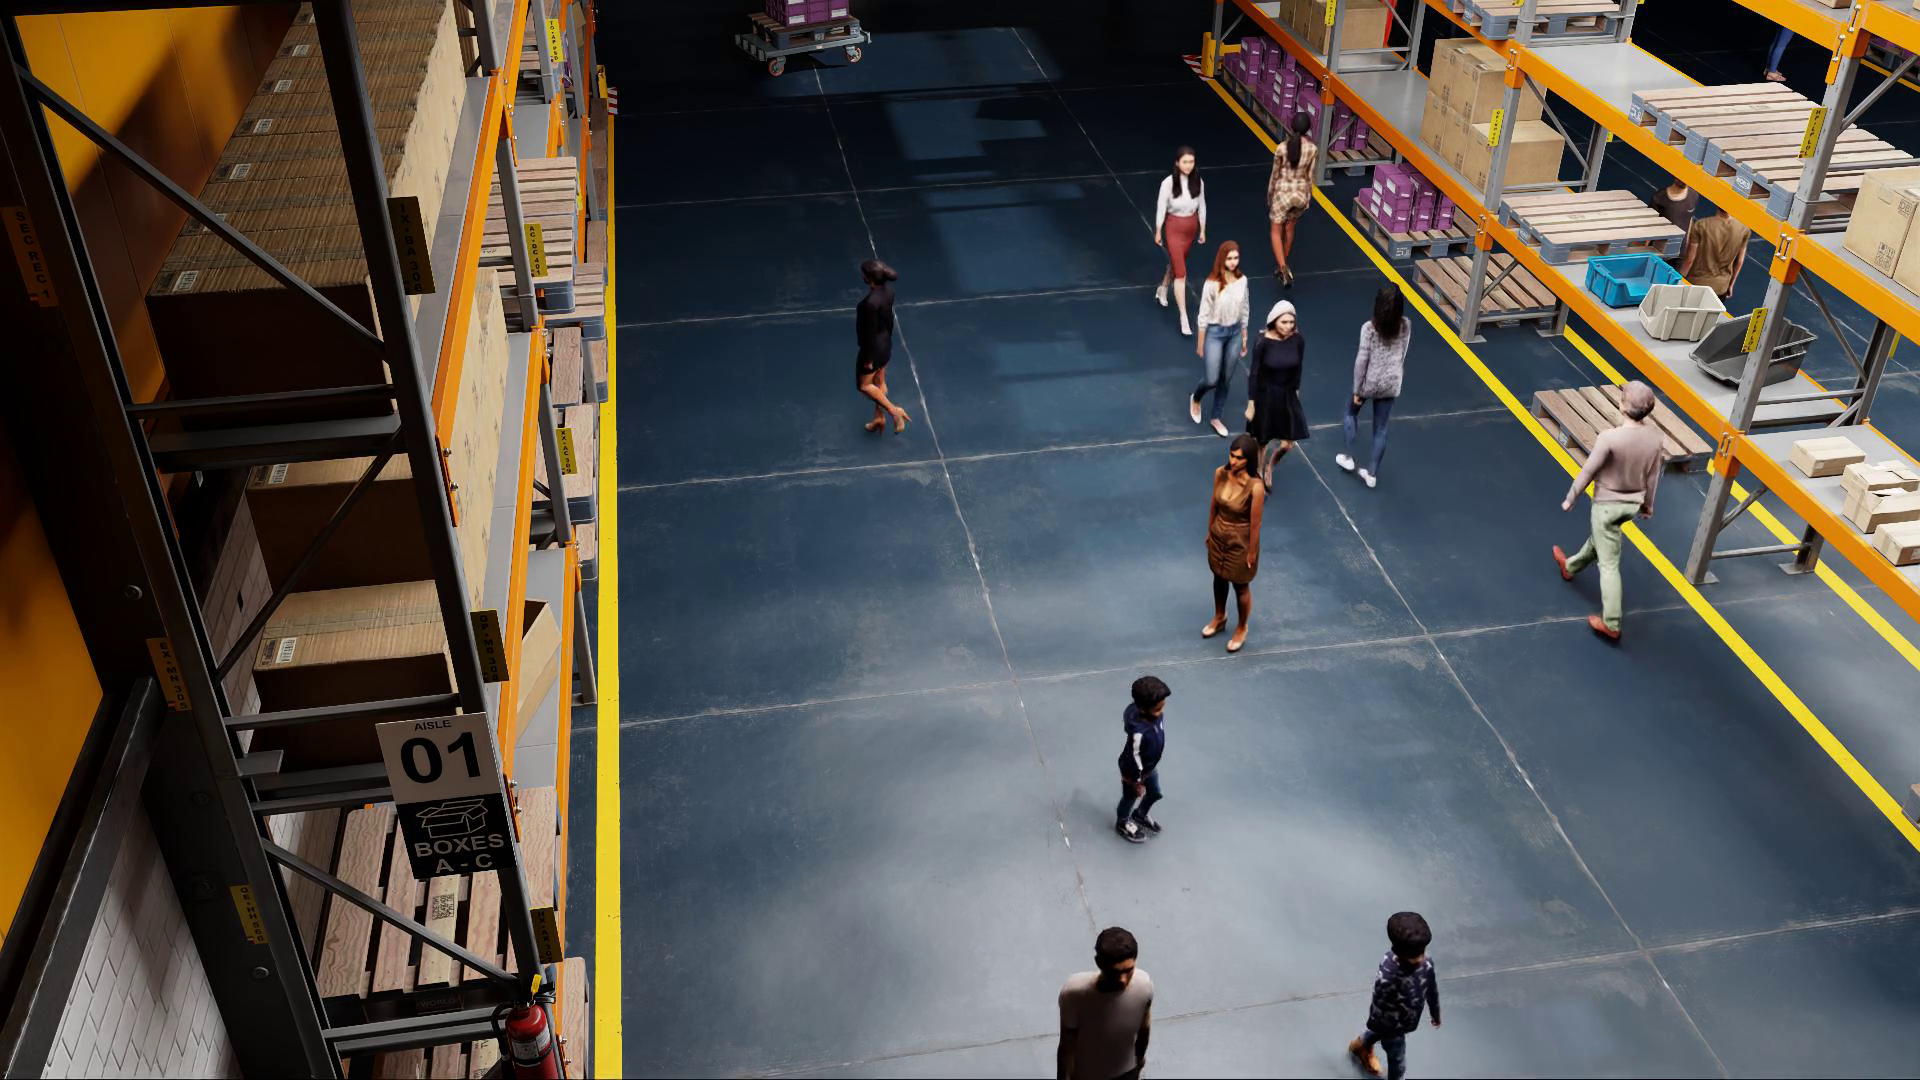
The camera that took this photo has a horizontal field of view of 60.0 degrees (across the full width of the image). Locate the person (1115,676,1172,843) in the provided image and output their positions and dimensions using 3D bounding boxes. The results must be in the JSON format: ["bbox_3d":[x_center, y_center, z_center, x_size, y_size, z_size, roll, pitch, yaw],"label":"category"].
[{"bbox_3d":[1.020,1.281,9.827,0.655,1.213,0.600,23,40,30],"label":"person"}]

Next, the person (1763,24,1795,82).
[{"bbox_3d":[10.798,-6.829,21.665,0.716,1.614,0.580,7,34,10],"label":"person"}]

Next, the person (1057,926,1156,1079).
[{"bbox_3d":[0.633,2.382,7.728,0.652,1.703,0.970,-3,34,-5],"label":"person"}]

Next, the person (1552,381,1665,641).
[{"bbox_3d":[4.545,-0.155,11.442,0.779,1.817,1.269,-9,35,-13],"label":"person"}]

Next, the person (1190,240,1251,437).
[{"bbox_3d":[2.148,-1.712,13.874,0.641,1.718,0.710,-12,35,-17],"label":"person"}]

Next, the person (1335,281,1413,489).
[{"bbox_3d":[3.312,-1.181,13.080,0.634,1.712,0.702,-3,34,-5],"label":"person"}]

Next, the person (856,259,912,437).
[{"bbox_3d":[-0.628,-1.529,13.678,0.820,1.630,0.772,12,36,18],"label":"person"}]

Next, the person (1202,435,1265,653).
[{"bbox_3d":[1.863,0.016,11.305,0.705,1.684,0.610,-27,42,-34],"label":"person"}]

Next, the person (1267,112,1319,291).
[{"bbox_3d":[3.204,-3.240,16.119,0.662,1.777,0.999,-1,34,-1],"label":"person"}]

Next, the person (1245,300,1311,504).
[{"bbox_3d":[2.413,-1.099,12.934,0.633,1.737,0.627,-5,34,-8],"label":"person"}]

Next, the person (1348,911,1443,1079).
[{"bbox_3d":[2.151,2.300,8.280,0.680,1.227,0.899,-17,37,-24],"label":"person"}]

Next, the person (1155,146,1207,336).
[{"bbox_3d":[2.043,-2.860,15.612,0.691,1.704,1.083,-9,35,-13],"label":"person"}]
